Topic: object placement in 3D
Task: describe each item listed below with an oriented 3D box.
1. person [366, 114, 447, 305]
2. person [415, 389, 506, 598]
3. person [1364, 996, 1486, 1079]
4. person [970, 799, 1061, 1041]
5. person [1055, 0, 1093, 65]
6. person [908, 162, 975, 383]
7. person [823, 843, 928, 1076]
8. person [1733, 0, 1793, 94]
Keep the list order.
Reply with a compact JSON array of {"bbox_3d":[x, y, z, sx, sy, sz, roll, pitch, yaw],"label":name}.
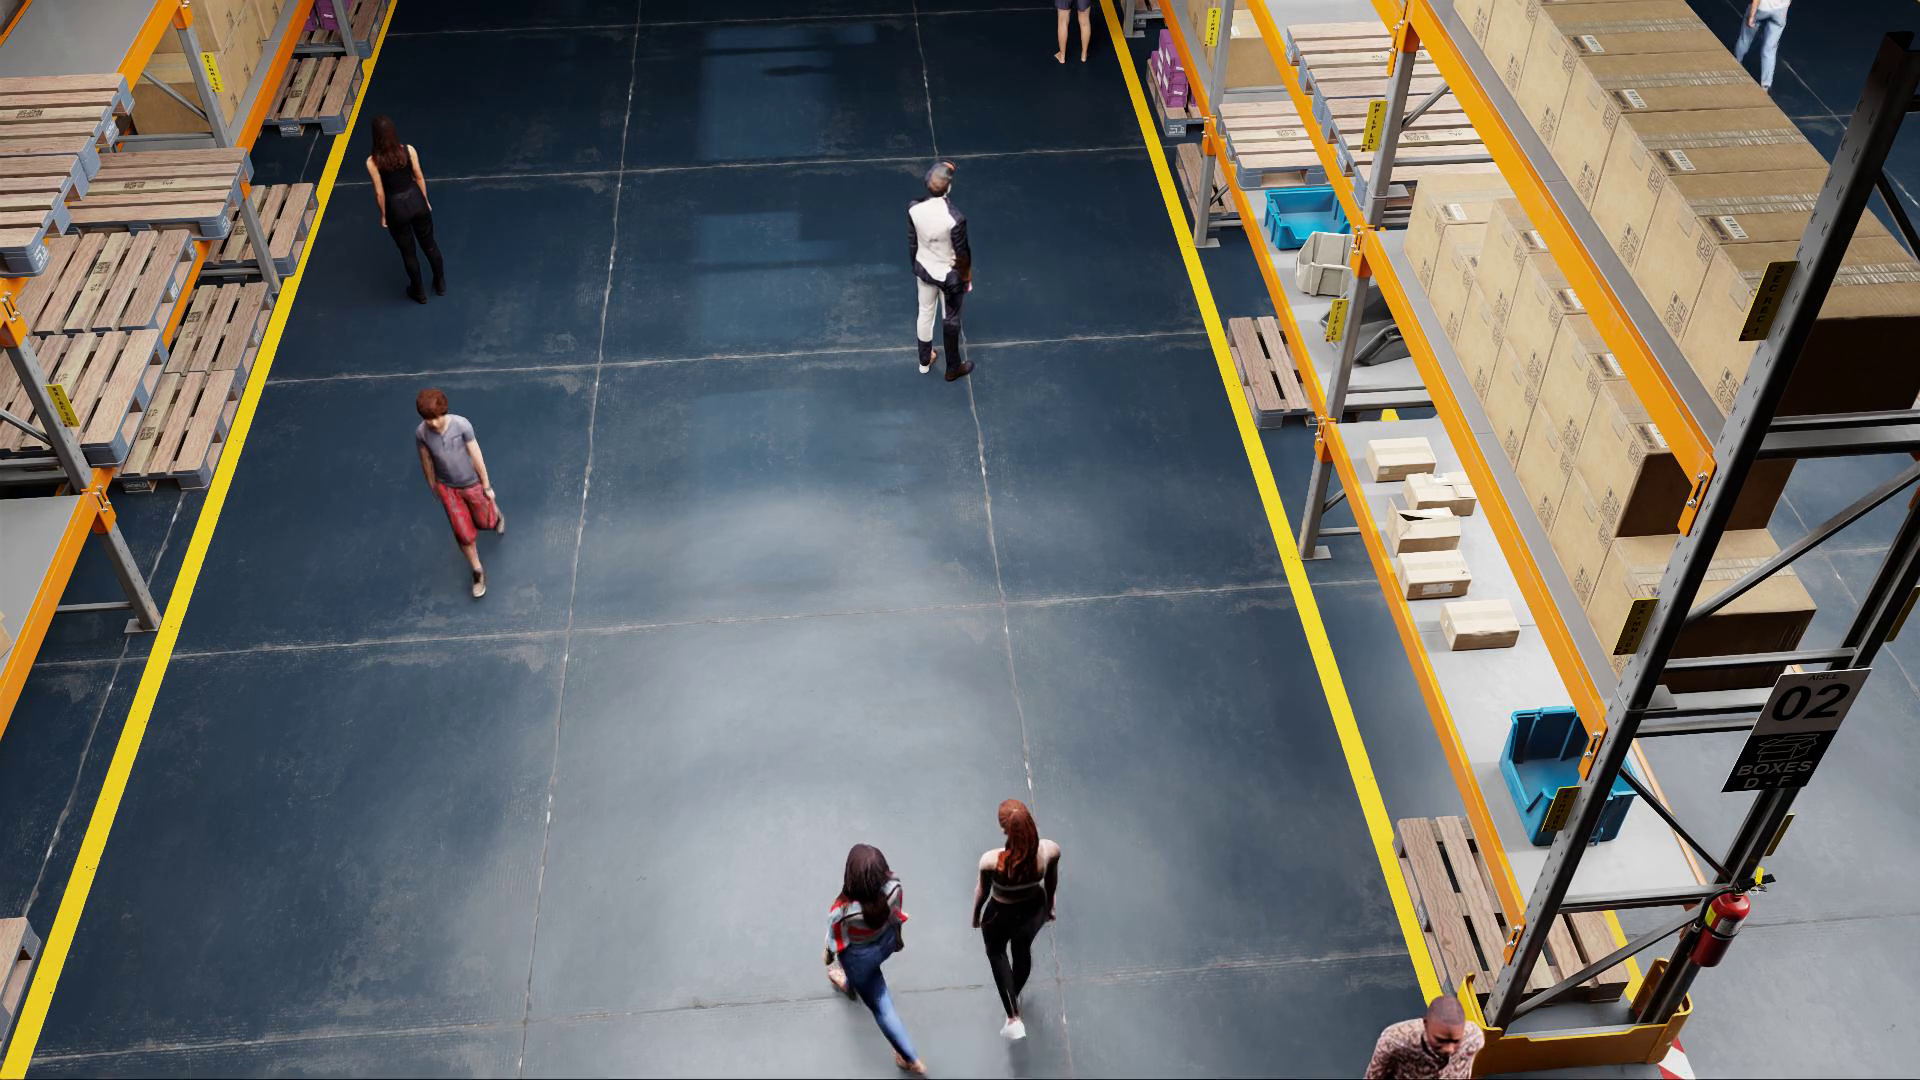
[{"bbox_3d":[-4.584,-2.730,13.737,0.678,1.687,0.700,-28,50,-26],"label":"person"},{"bbox_3d":[-3.387,-0.426,11.357,0.605,1.634,0.954,-4,44,-4],"label":"person"},{"bbox_3d":[2.154,2.686,7.965,0.692,1.807,0.578,-5,44,-5],"label":"person"},{"bbox_3d":[0.310,2.036,8.697,0.663,1.738,0.841,-9,44,-9],"label":"person"},{"bbox_3d":[1.162,-5.597,16.835,0.557,1.565,0.501,-4,44,-4],"label":"person"},{"bbox_3d":[-0.156,-2.077,12.902,0.781,1.892,0.796,22,48,21],"label":"person"},{"bbox_3d":[-0.423,2.189,8.655,1.024,1.574,1.159,-32,52,-29],"label":"person"},{"bbox_3d":[7.934,-5.089,16.219,0.715,1.679,1.192,0,44,1],"label":"person"}]
